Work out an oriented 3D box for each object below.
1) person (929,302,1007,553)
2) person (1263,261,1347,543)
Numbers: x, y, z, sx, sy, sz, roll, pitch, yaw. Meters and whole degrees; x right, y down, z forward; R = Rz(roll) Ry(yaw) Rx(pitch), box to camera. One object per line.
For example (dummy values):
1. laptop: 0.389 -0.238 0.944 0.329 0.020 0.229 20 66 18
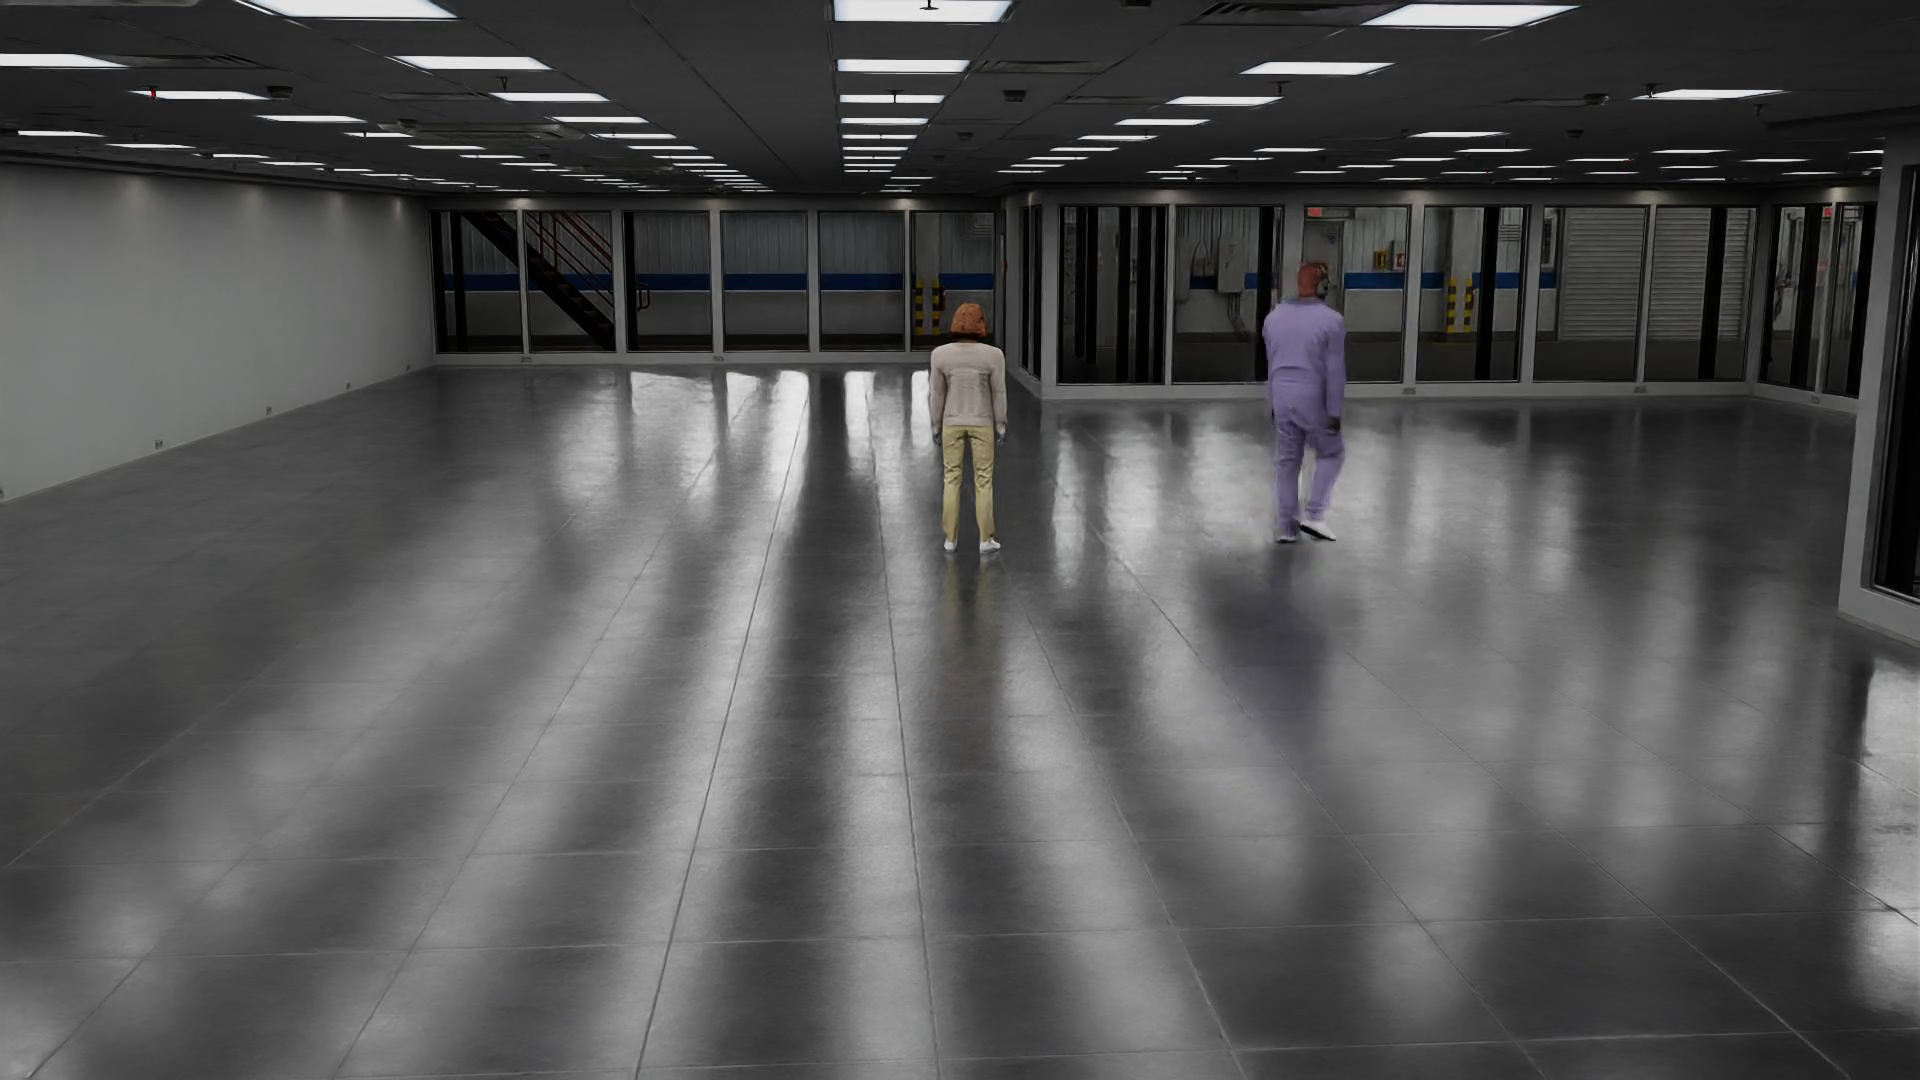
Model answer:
1. person: 0.056 -0.725 10.830 0.508 1.632 0.271 2 11 10
2. person: 2.327 -0.908 11.139 0.646 1.892 0.436 10 14 42
